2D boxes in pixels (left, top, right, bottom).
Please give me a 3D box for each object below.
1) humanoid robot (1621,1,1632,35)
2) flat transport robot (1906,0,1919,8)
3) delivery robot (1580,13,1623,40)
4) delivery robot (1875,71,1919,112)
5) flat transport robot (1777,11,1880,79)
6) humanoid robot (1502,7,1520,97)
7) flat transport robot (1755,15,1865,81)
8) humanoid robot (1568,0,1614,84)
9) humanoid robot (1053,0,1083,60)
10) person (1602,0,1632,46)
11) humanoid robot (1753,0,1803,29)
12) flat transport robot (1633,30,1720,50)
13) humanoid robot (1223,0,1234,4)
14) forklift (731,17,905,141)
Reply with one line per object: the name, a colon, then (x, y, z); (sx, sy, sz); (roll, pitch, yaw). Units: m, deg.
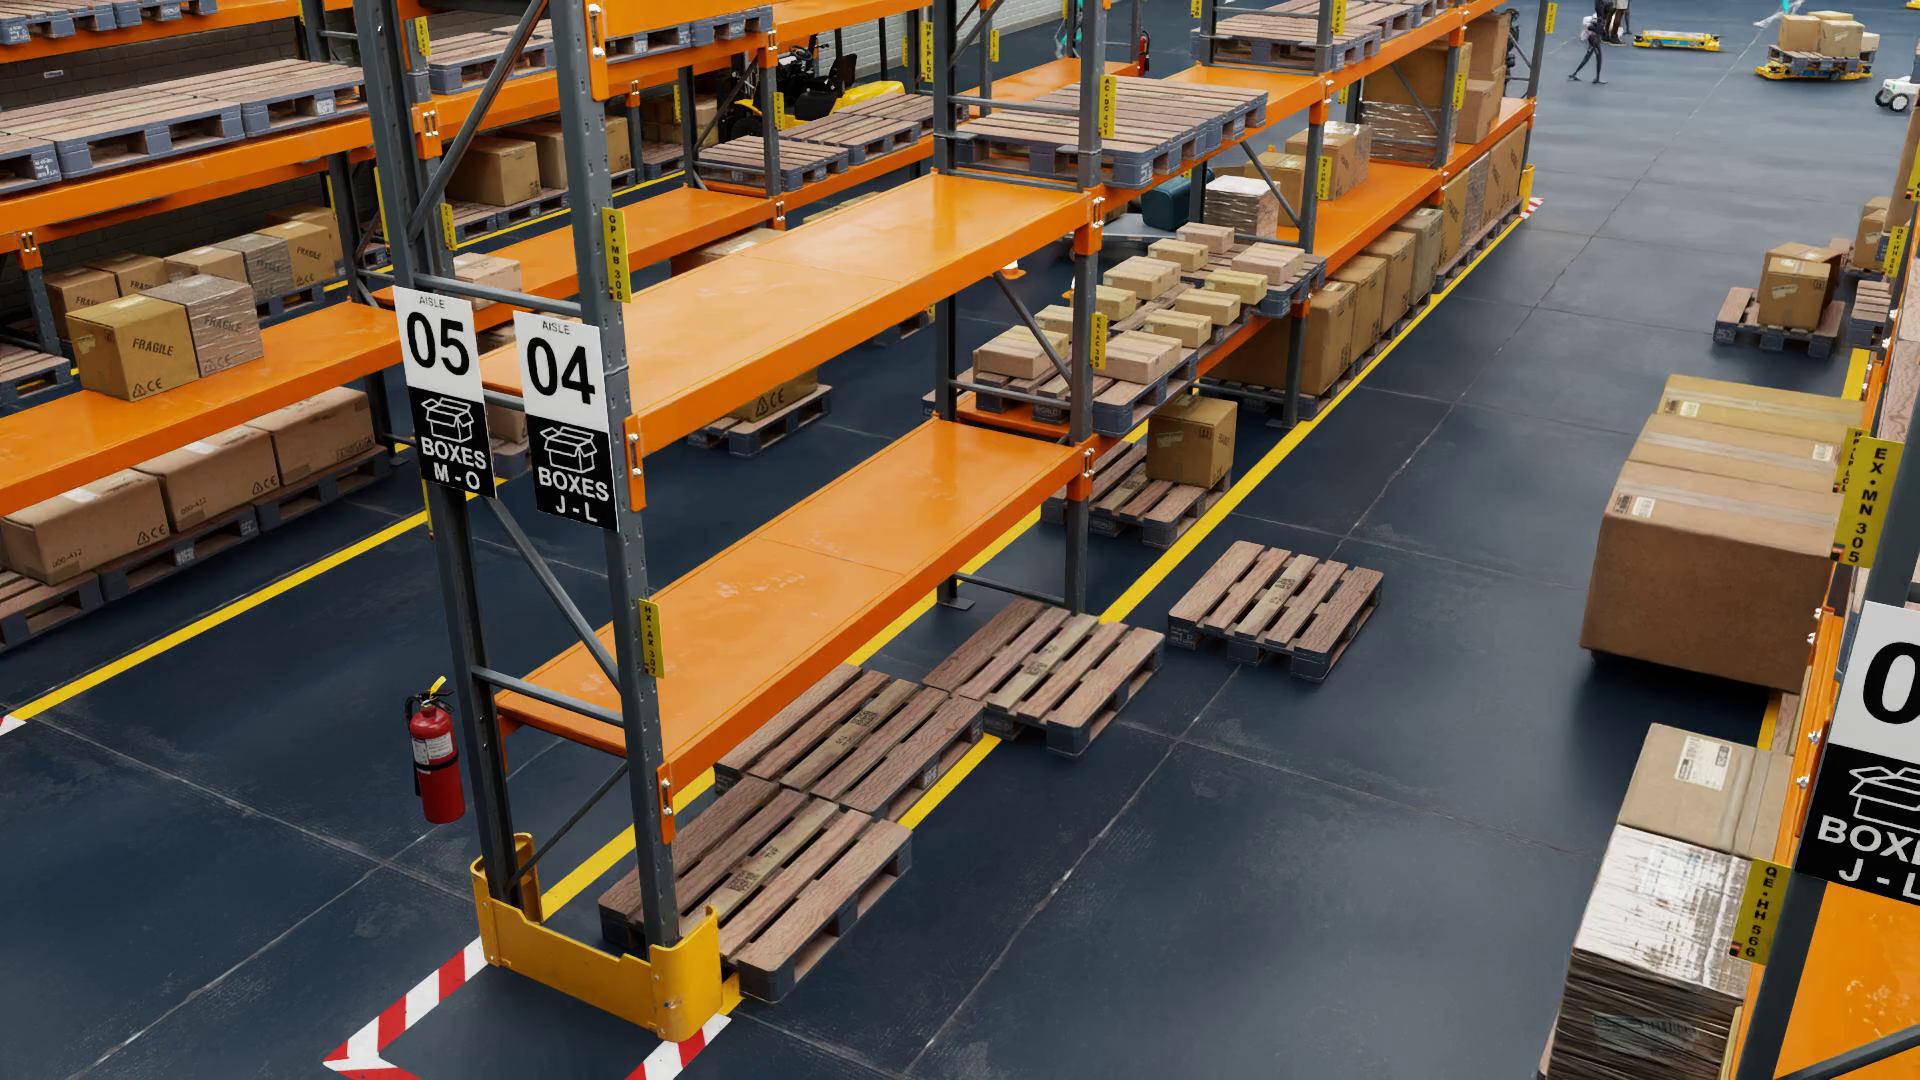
humanoid robot: (12.590, -10.410, 31.364); (0.494, 1.644, 0.603); (23, 34, 39)
flat transport robot: (20.472, -11.196, 34.606); (1.431, 0.231, 0.659); (-13, 28, -24)
delivery robot: (11.888, -9.553, 30.845); (0.766, 0.579, 0.499); (-16, 30, -29)
delivery robot: (14.279, -6.751, 25.034); (0.782, 0.589, 0.499); (0, 26, 1)
flat transport robot: (14.373, -7.906, 27.770); (0.659, 0.231, 1.431); (-11, 28, -22)
humanoid robot: (7.771, -6.778, 23.836); (0.611, 1.646, 0.610); (8, 27, 16)
flat transport robot: (13.994, -7.748, 27.442); (1.431, 0.231, 0.659); (2, 26, 3)
humanoid robot: (10.233, -8.204, 26.813); (0.607, 1.646, 0.609); (18, 31, 32)
humanoid robot: (1.811, -8.283, 26.780); (0.703, 1.726, 0.544); (-23, 34, -39)
person: (11.983, -9.984, 30.134); (0.363, 1.961, 0.611); (-6, 26, -11)
humanoid robot: (15.685, -10.495, 31.486); (1.027, 1.734, 0.535); (3, 26, 6)
flat transport robot: (12.996, -9.060, 30.168); (1.431, 0.231, 0.659); (10, 27, 20)
humanoid robot: (5.453, -11.898, 34.451); (1.005, 1.763, 0.552); (-7, 27, -15)
forklift: (-1.819, -5.975, 21.543); (2.313, 2.155, 1.214); (14, 29, 26)
